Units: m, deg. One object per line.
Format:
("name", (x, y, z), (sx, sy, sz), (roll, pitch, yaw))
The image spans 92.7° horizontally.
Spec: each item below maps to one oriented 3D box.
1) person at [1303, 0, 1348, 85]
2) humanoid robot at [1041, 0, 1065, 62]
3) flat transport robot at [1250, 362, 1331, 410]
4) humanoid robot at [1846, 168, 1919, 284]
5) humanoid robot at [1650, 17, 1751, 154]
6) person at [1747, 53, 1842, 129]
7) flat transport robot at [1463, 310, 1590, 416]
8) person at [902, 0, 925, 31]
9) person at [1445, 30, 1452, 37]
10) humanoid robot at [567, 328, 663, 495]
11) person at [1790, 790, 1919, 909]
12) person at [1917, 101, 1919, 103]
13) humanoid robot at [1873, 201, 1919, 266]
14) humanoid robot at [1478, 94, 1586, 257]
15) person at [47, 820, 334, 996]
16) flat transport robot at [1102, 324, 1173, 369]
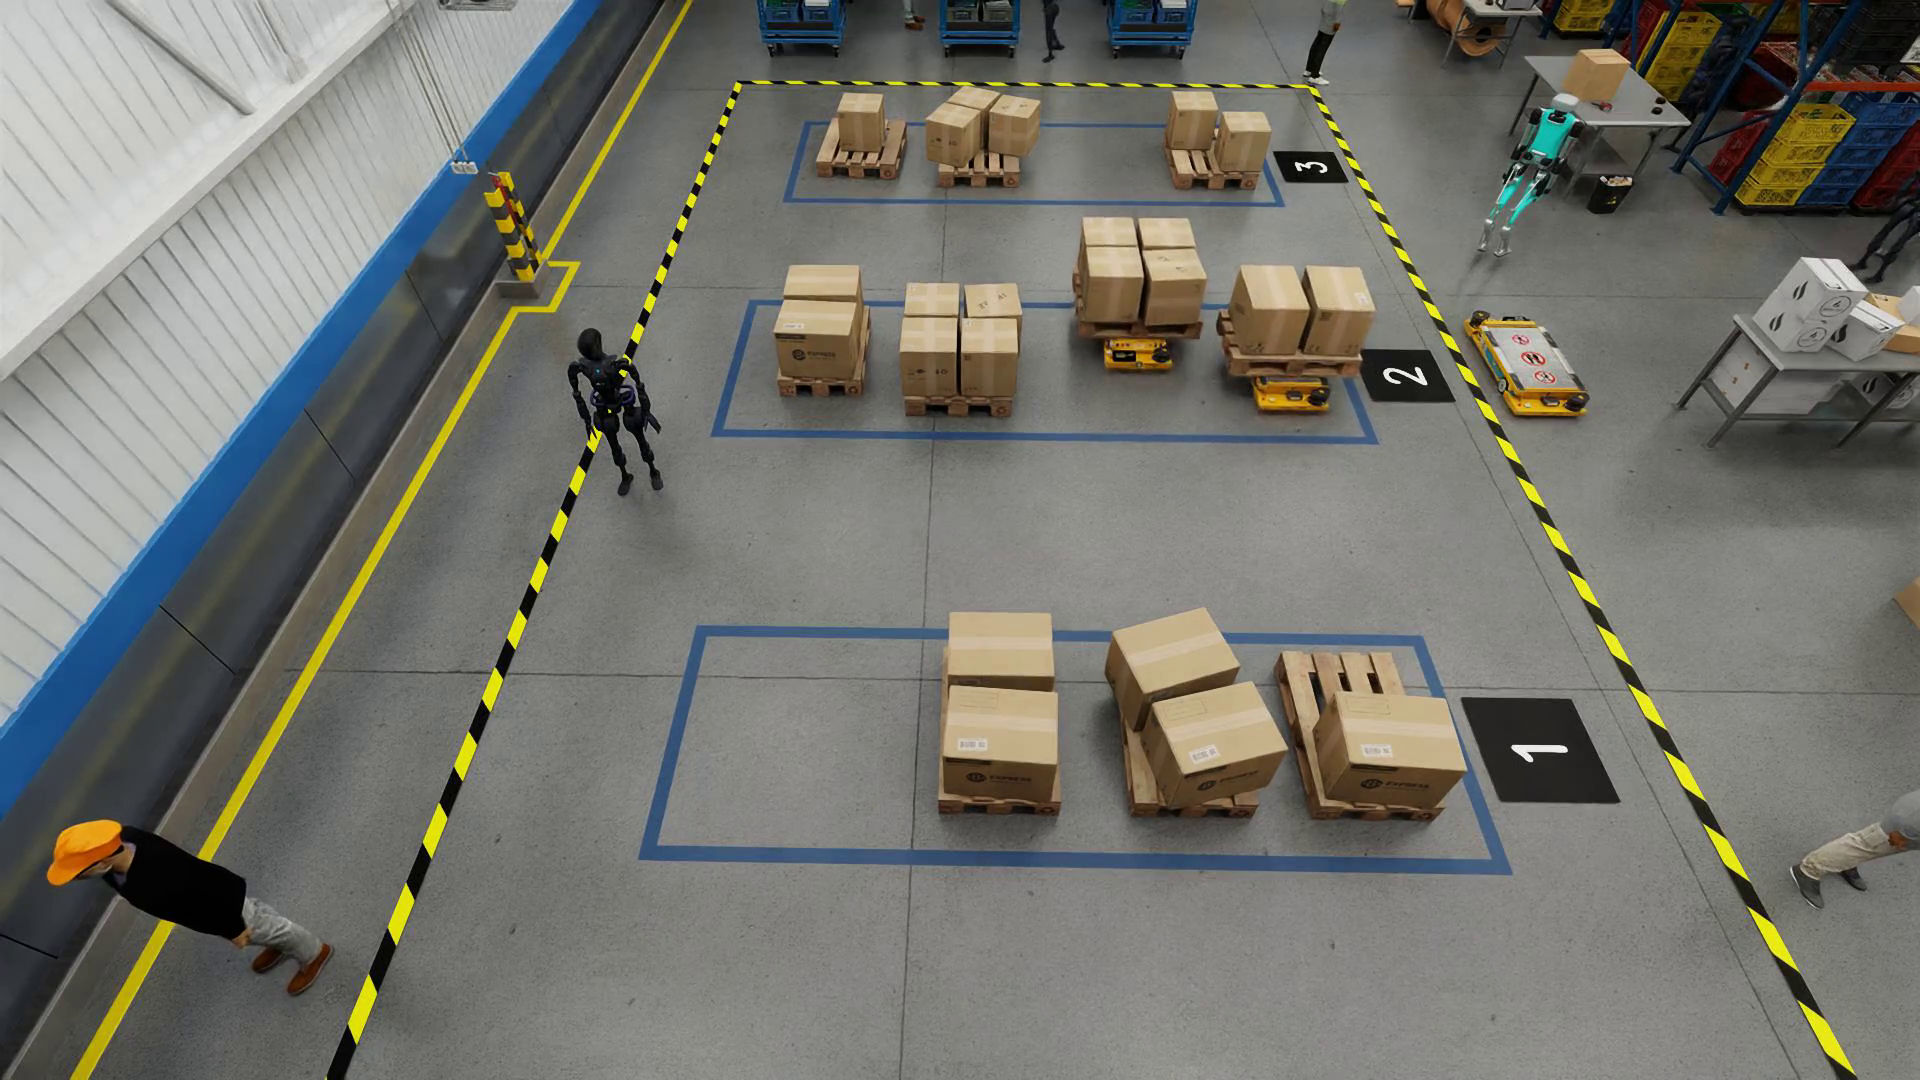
("person", (5.295, -7.445, 12.930), (0.396, 1.850, 0.596), (0, 49, 0))
("humanoid robot", (1.391, -7.976, 13.510), (0.454, 1.647, 0.602), (-2, 49, -2))
("flat transport robot", (3.174, -1.826, 9.096), (0.652, 0.197, 1.431), (1, 49, 1))
("humanoid robot", (10.093, -3.511, 9.635), (0.338, 1.650, 0.599), (-8, 50, -7))
("humanoid robot", (9.363, -5.742, 11.582), (0.473, 1.633, 0.607), (22, 53, 18))
("person", (11.115, -6.085, 11.805), (1.014, 1.785, 0.629), (5, 49, 5))
("flat transport robot", (5.573, -1.757, 9.054), (0.659, 0.231, 1.431), (1, 49, 1))
("person", (-0.756, -9.044, 14.261), (0.371, 1.934, 0.627), (6, 49, 5))
("person", (7.973, -8.836, 14.065), (0.365, 1.958, 0.597), (15, 51, 13))
("humanoid robot", (-2.786, -1.029, 7.484), (0.599, 1.655, 0.315), (-7, 50, -6))
("person", (5.497, 1.576, 5.176), (0.572, 1.767, 0.402), (-13, 50, -11))
("person", (13.066, -6.247, 11.768), (0.368, 2.044, 0.606), (-5, 49, -5))
("humanoid robot", (10.679, -3.664, 9.798), (0.554, 1.885, 0.738), (-23, 53, -19))
("humanoid robot", (5.983, -3.807, 9.769), (0.735, 1.676, 0.533), (-35, 58, -27))
("person", (-3.955, 1.926, 4.798), (0.585, 1.884, 0.386), (22, 53, 18))
("flat transport robot", (1.784, -2.300, 9.506), (0.652, 0.197, 1.431), (1, 49, 1))
